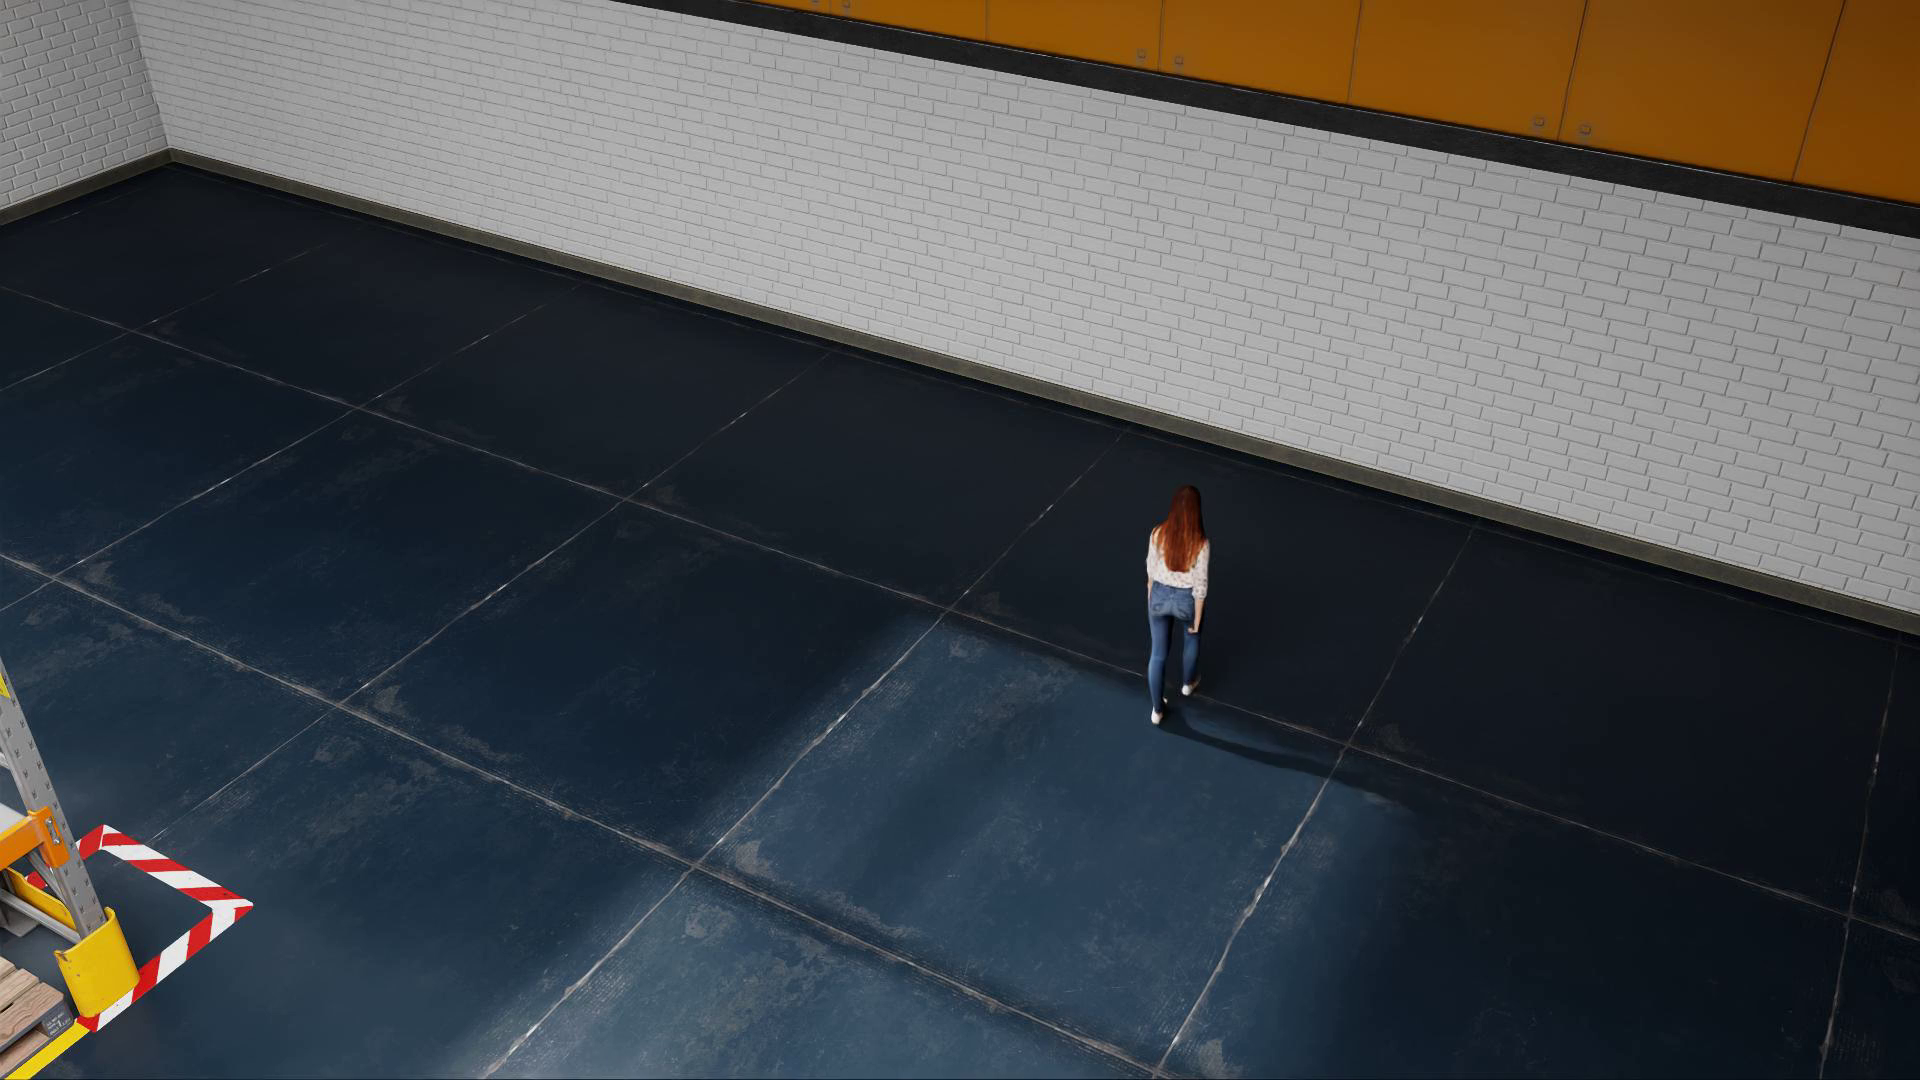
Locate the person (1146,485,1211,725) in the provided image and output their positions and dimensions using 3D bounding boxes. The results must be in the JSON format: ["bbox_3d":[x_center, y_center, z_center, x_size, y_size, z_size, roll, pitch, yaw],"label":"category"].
[{"bbox_3d":[1.344,0.452,10.590,0.679,1.707,0.878,10,35,14],"label":"person"}]
